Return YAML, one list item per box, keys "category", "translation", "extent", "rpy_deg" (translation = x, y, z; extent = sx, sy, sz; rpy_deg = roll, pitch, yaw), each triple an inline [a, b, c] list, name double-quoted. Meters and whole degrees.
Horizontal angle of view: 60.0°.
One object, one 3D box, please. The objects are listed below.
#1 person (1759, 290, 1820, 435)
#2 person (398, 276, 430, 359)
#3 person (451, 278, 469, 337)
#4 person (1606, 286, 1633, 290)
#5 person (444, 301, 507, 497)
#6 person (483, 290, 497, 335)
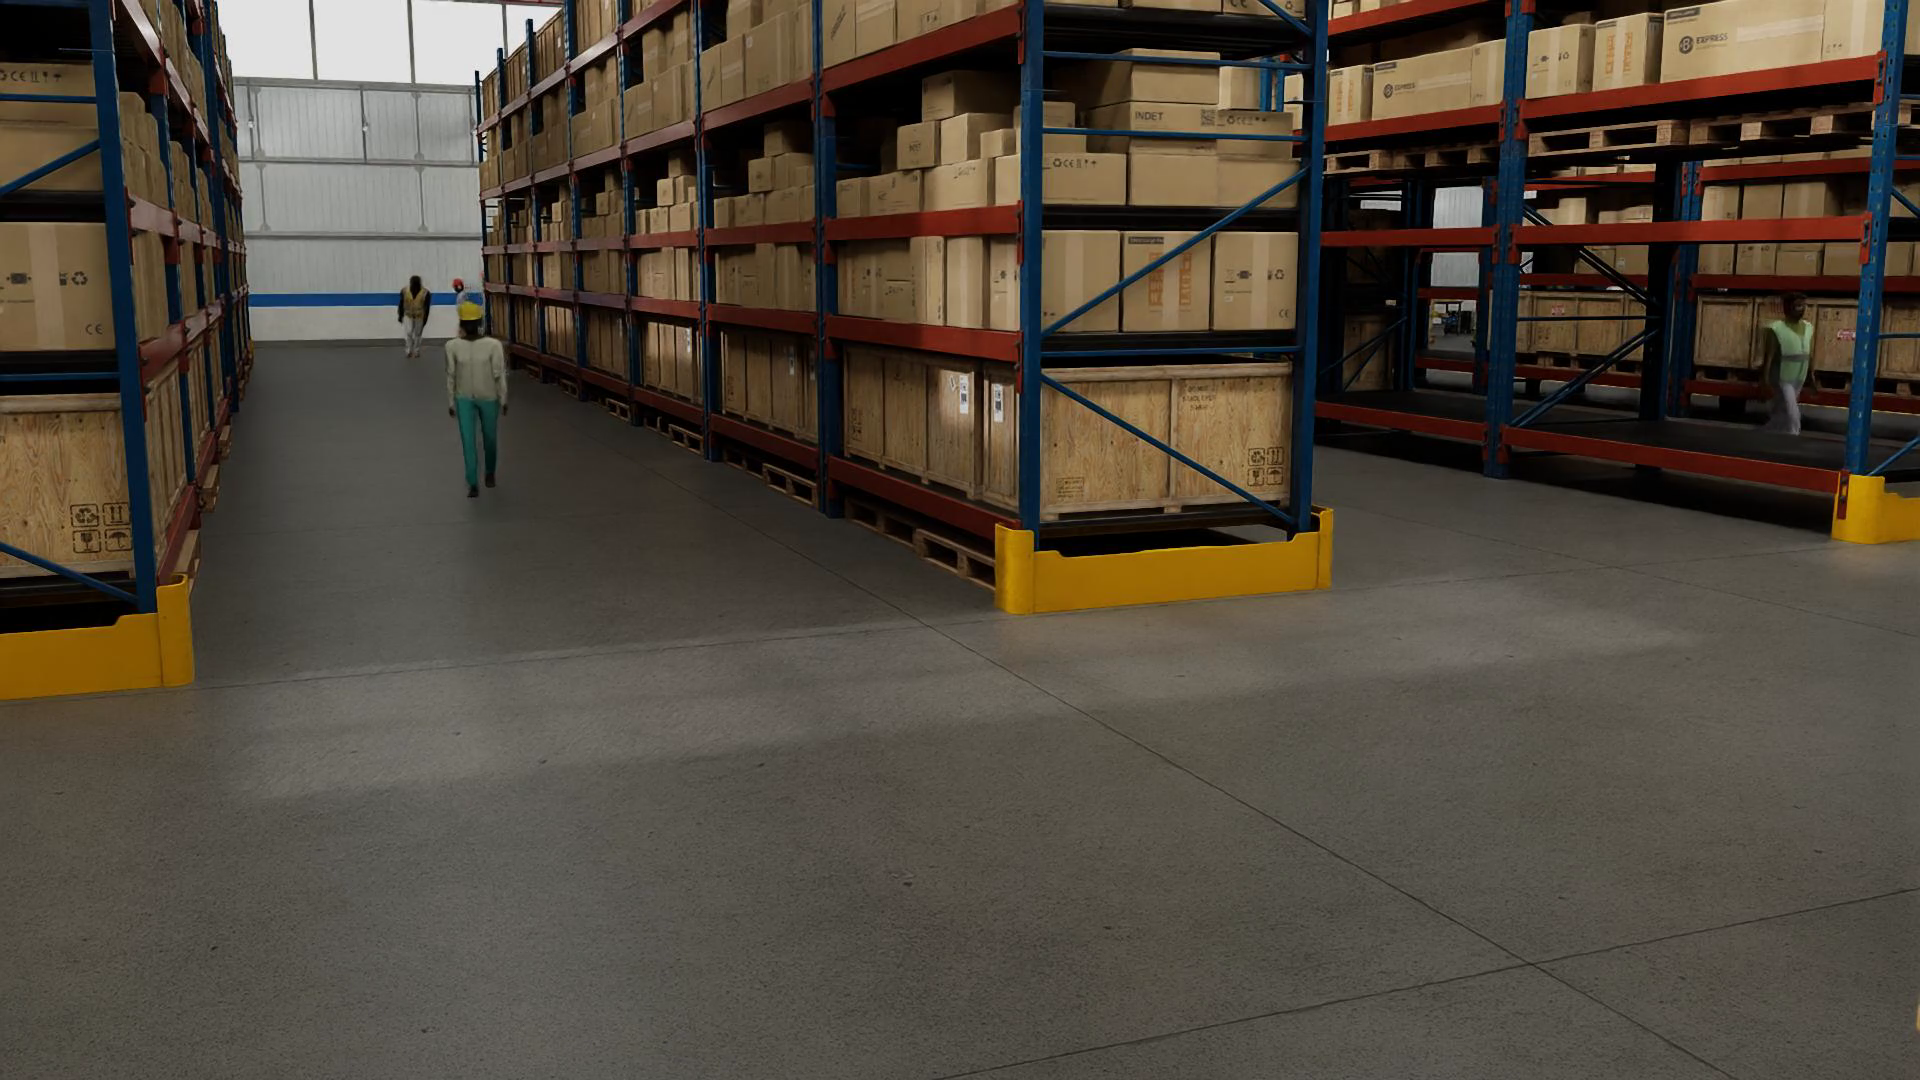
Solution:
- category: "person"
  translation: [8.091, -1.552, 16.367]
  extent: [0.573, 1.811, 0.908]
  rpy_deg: [-5, 11, -28]
- category: "person"
  translation: [-11.767, -4.789, 35.845]
  extent: [0.670, 1.778, 0.964]
  rpy_deg: [-3, 10, -16]
- category: "person"
  translation: [-10.808, -4.838, 36.292]
  extent: [0.546, 1.718, 0.591]
  rpy_deg: [-2, 10, -15]
- category: "person"
  translation: [13.717, -4.663, 34.579]
  extent: [0.392, 1.949, 0.602]
  rpy_deg: [-8, 12, -39]
- category: "person"
  translation: [-4.348, -1.286, 14.977]
  extent: [0.530, 1.736, 0.801]
  rpy_deg: [-2, 10, -12]
- category: "person"
  translation: [-10.484, -5.124, 37.466]
  extent: [0.736, 1.897, 0.695]
  rpy_deg: [-3, 10, -20]
